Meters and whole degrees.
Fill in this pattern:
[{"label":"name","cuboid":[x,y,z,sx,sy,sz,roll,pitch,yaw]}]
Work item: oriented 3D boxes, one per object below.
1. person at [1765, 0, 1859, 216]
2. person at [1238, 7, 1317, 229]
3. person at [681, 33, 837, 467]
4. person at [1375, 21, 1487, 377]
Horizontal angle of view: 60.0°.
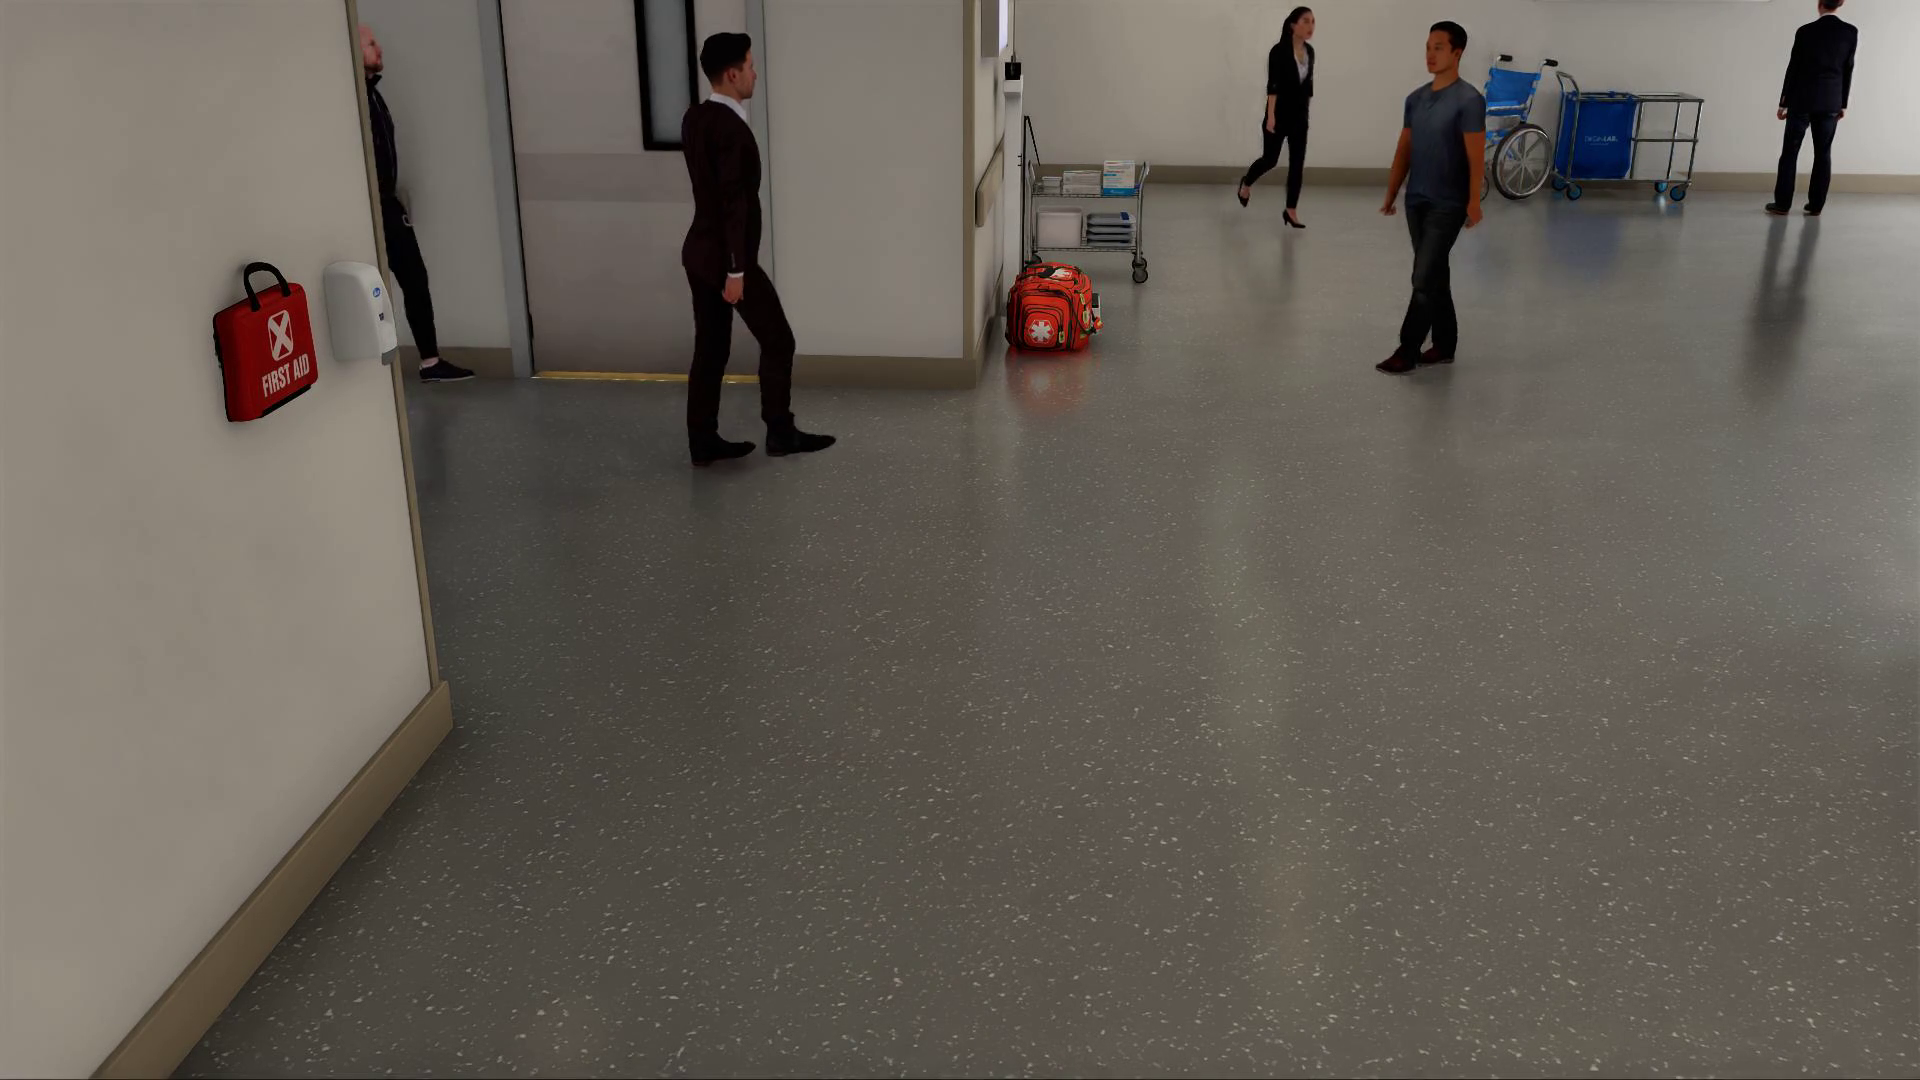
[{"label":"person","cuboid":[6.867,-3.542,13.363,0.673,1.812,0.591,3,21,8]},{"label":"person","cuboid":[2.457,-3.239,12.809,0.895,1.639,1.031,-11,24,-27]},{"label":"person","cuboid":[-1.080,-1.194,7.118,1.009,1.845,0.965,-14,25,-32]},{"label":"person","cuboid":[2.564,-1.761,8.693,1.016,1.790,0.996,-11,23,-26]}]
